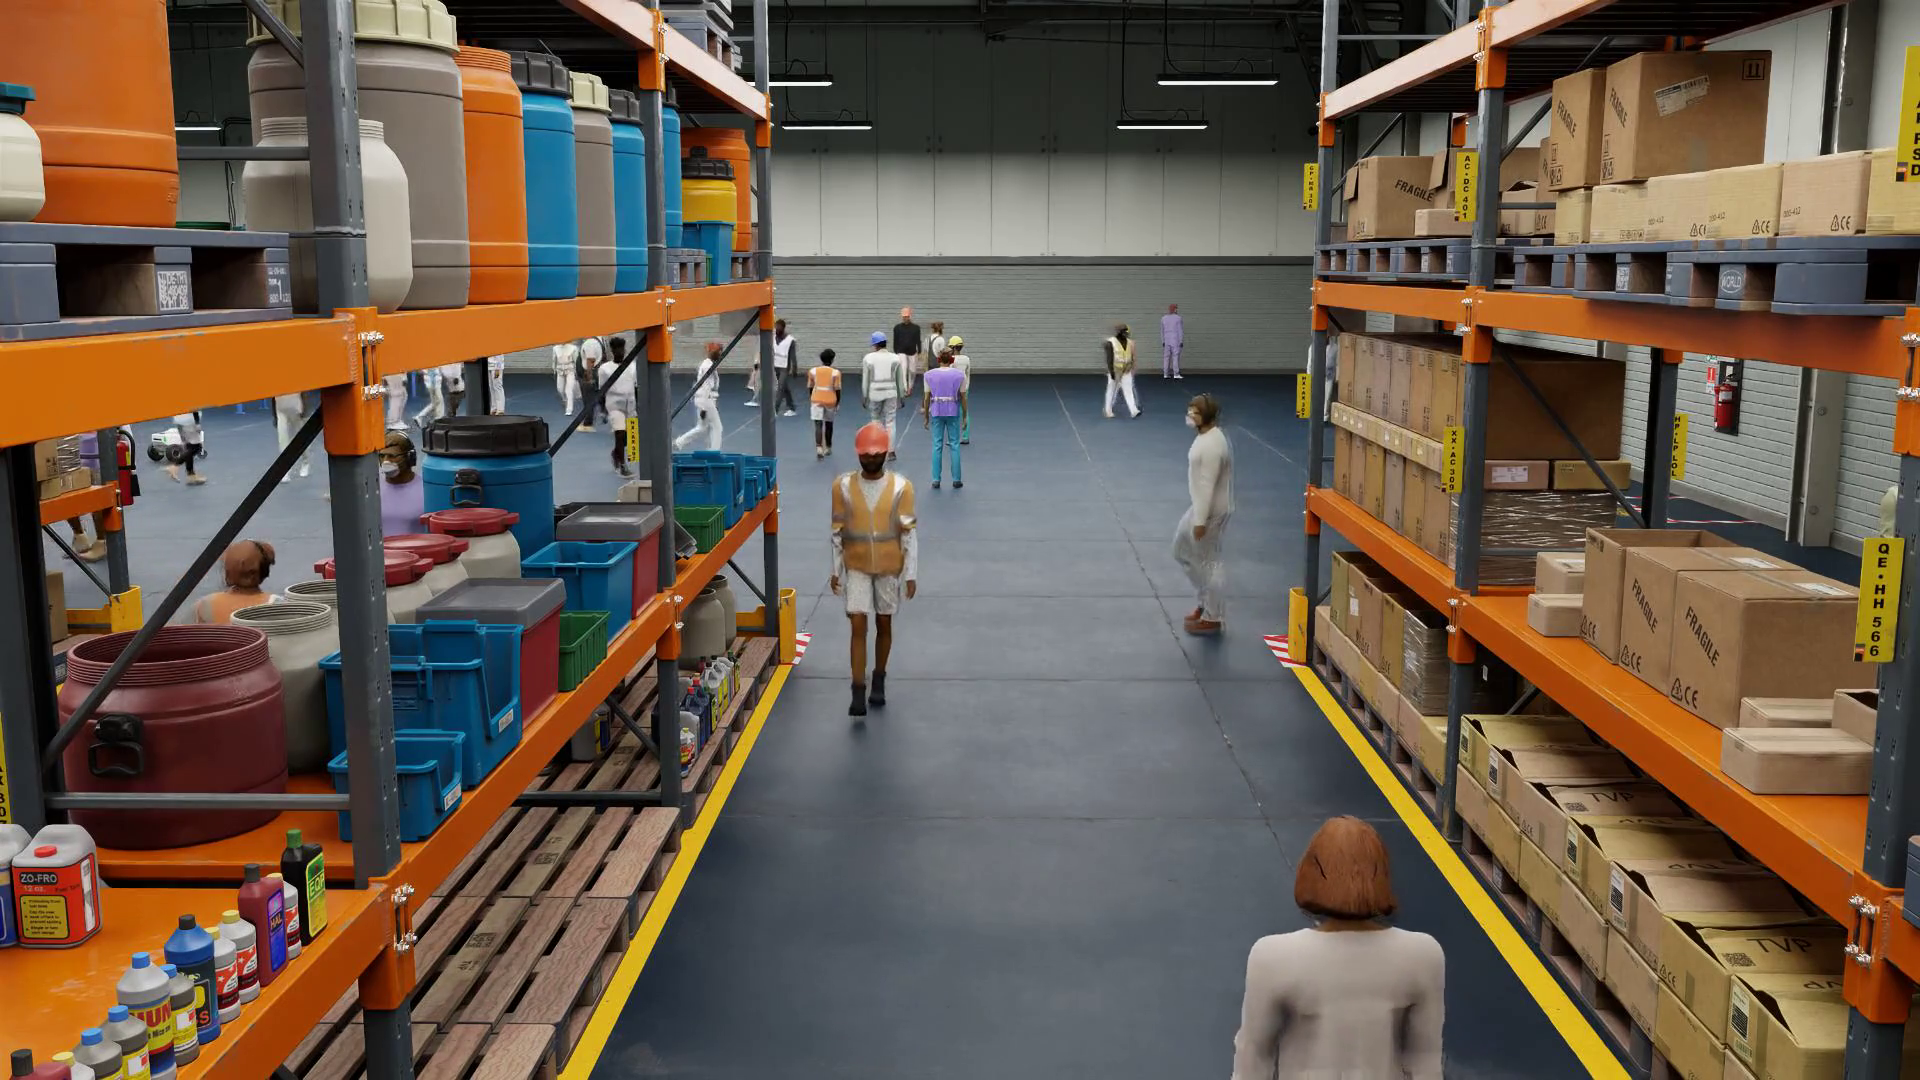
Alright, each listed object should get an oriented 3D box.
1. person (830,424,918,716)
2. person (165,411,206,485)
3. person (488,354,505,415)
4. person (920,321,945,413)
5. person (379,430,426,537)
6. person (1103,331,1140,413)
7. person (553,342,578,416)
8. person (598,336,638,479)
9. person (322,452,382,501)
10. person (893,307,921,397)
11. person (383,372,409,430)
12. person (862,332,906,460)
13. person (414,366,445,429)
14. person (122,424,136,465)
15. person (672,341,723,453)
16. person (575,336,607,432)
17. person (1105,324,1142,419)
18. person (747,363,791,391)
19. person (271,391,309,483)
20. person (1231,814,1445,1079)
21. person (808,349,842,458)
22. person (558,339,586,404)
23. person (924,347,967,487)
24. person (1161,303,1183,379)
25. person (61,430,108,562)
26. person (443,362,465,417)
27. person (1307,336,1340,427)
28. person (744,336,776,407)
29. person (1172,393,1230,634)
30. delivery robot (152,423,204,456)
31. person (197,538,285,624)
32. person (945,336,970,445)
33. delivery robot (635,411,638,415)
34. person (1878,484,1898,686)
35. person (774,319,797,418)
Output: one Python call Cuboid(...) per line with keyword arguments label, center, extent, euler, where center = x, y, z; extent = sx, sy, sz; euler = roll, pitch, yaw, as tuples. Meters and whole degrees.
Cuboid(label="person", center=(-0.563, 0.205, 10.835), extent=(0.574, 1.896, 0.931), euler=(0, 9, -2))
Cuboid(label="person", center=(-10.272, -1.546, 22.007), extent=(0.558, 1.671, 0.571), euler=(8, 13, 41))
Cuboid(label="person", center=(-8.820, -3.264, 31.468), extent=(0.383, 1.951, 0.605), euler=(-6, 11, -34))
Cuboid(label="person", center=(-0.417, -3.413, 32.829), extent=(0.959, 1.793, 0.529), euler=(-6, 11, -32))
Cuboid(label="person", center=(-3.404, 0.290, 10.211), extent=(0.629, 1.940, 0.379), euler=(1, 10, 4))
Cuboid(label="person", center=(3.228, -3.356, 32.702), extent=(0.896, 1.721, 0.534), euler=(-8, 12, -39))
Cuboid(label="person", center=(-7.633, -3.238, 32.305), extent=(0.520, 1.624, 0.522), euler=(1, 10, 8))
Cuboid(label="person", center=(-4.715, -1.850, 23.004), extent=(0.616, 1.950, 0.735), euler=(-8, 12, -40))
Cuboid(label="person", center=(-7.683, -1.424, 20.839), extent=(0.631, 1.823, 0.694), euler=(6, 11, 34))
Cuboid(label="person", center=(-1.172, -4.187, 36.957), extent=(0.622, 1.965, 0.873), euler=(0, 9, -1))
Cuboid(label="person", center=(-9.894, -2.883, 29.377), extent=(0.567, 1.883, 0.659), euler=(-6, 11, -34))
Cuboid(label="person", center=(-1.147, -2.180, 25.081), extent=(0.666, 1.906, 0.713), euler=(-1, 10, -5))
Cuboid(label="person", center=(-9.137, -2.655, 28.777), extent=(0.559, 1.621, 0.527), euler=(-4, 10, -24))
Cuboid(label="person", center=(-12.190, -1.975, 23.993), extent=(0.533, 1.868, 0.310), euler=(-8, 13, -41))
Cuboid(label="person", center=(-3.797, -1.984, 24.164), extent=(0.824, 1.836, 0.556), euler=(-3, 10, -15))
Cuboid(label="person", center=(-6.368, -2.900, 29.145), extent=(0.746, 2.000, 0.693), euler=(2, 10, 9))
Cuboid(label="person", center=(3.060, -3.187, 31.491), extent=(0.628, 1.784, 1.019), euler=(-5, 11, -27))
Cuboid(label="person", center=(-4.438, -4.325, 38.108), extent=(0.989, 1.861, 0.651), euler=(-2, 10, -9))
Cuboid(label="person", center=(-9.129, -1.728, 22.705), extent=(0.528, 1.817, 0.997), euler=(-1, 10, -4))
Cuboid(label="person", center=(0.944, 1.475, 4.137), extent=(0.510, 1.597, 0.832), euler=(-1, 10, -4))
Cuboid(label="person", center=(-2.058, -2.078, 25.263), extent=(0.527, 1.650, 0.877), euler=(0, 9, 1))
Cuboid(label="person", center=(-8.057, -3.761, 34.704), extent=(0.645, 1.866, 1.125), euler=(2, 10, 14))
Cuboid(label="person", center=(-0.193, -1.613, 21.893), extent=(0.572, 1.843, 0.373), euler=(0, 9, 2))
Cuboid(label="person", center=(5.422, -5.057, 42.332), extent=(0.640, 1.910, 0.407), euler=(8, 12, 40))
Cuboid(label="person", center=(-8.638, -0.757, 16.323), extent=(0.625, 1.997, 0.569), euler=(6, 11, 30))
Cuboid(label="person", center=(-9.107, -2.982, 29.976), extent=(0.403, 1.887, 0.588), euler=(-6, 11, -33))
Cuboid(label="person", center=(6.557, -2.947, 29.983), extent=(0.594, 1.818, 0.415), euler=(2, 10, 14))
Cuboid(label="person", center=(-4.096, -3.643, 33.904), extent=(0.869, 1.890, 0.611), euler=(-3, 10, -17))
Cuboid(label="person", center=(1.919, -0.207, 13.244), extent=(0.451, 1.918, 0.651), euler=(1, 9, 3))
Cuboid(label="delivery robot", center=(-11.762, -1.517, 25.020), extent=(0.477, 0.478, 0.707), euler=(5, 11, 28))
Cuboid(label="person", center=(-3.428, 0.805, 8.068), extent=(0.530, 1.628, 0.361), euler=(0, 9, 1))
Cuboid(label="person", center=(-0.057, -2.418, 26.952), extent=(0.528, 1.767, 0.329), euler=(-9, 13, -44))
Cuboid(label="delivery robot", center=(-5.701, -2.252, 28.646), extent=(0.335, 0.223, 0.698), euler=(-5, 11, -30))
Cuboid(label="person", center=(6.327, 0.231, 10.893), extent=(0.600, 1.827, 0.404), euler=(1, 10, 8))
Cuboid(label="person", center=(-3.439, -3.280, 31.826), extent=(0.598, 1.865, 1.019), euler=(7, 12, 36))
